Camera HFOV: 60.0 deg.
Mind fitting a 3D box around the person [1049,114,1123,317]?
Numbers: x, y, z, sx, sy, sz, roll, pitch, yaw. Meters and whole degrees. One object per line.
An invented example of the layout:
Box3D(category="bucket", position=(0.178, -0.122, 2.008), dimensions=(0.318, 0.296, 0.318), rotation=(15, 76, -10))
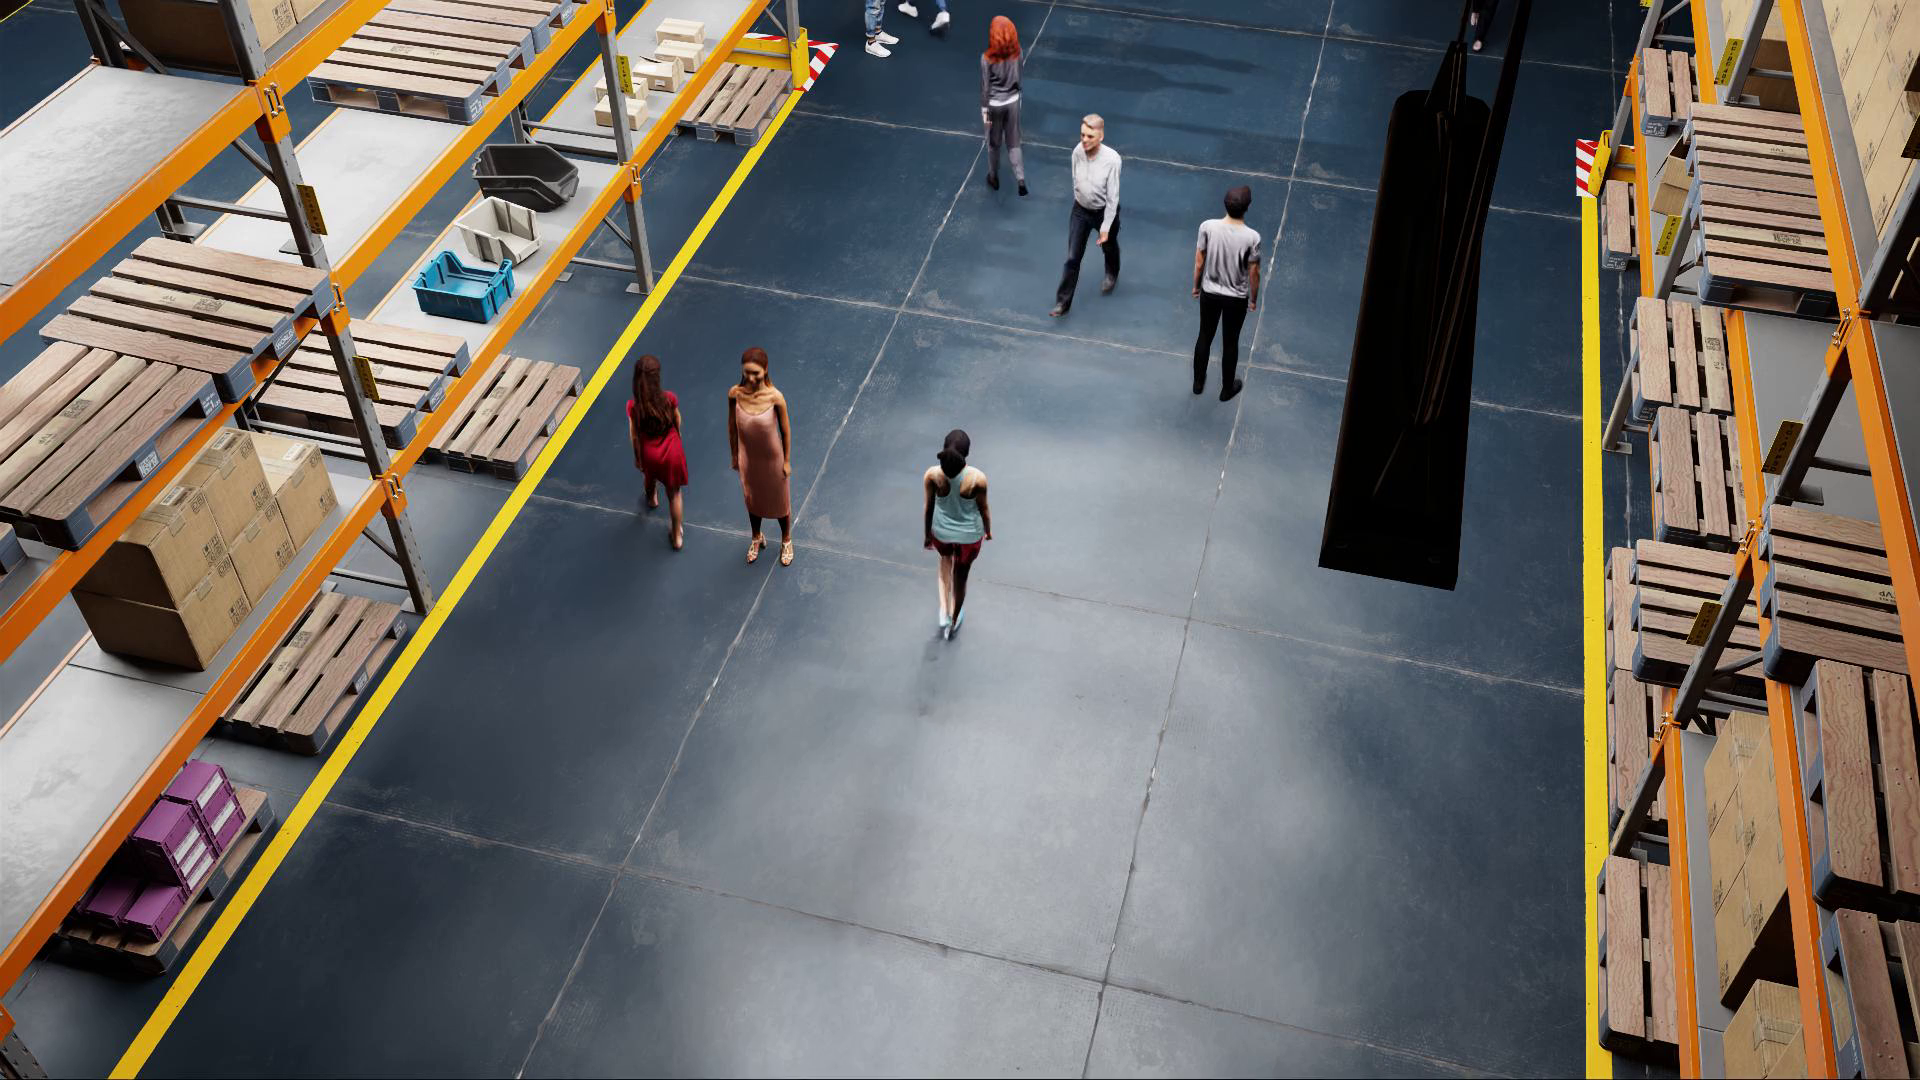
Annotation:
Box3D(category="person", position=(1.185, -2.756, 13.868), dimensions=(0.877, 1.760, 1.280), rotation=(21, 47, 20))

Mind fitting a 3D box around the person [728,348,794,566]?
Box3D(category="person", position=(-1.364, -0.571, 11.523), dimensions=(0.599, 1.833, 0.537), rotation=(6, 44, 6))

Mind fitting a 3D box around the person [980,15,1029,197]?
Box3D(category="person", position=(0.419, -3.862, 15.027), dimensions=(0.892, 1.763, 1.017), rotation=(-15, 46, -16))

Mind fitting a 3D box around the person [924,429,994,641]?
Box3D(category="person", position=(-0.037, 0.024, 10.956), dimensions=(0.574, 1.752, 0.629), rotation=(9, 44, 9))

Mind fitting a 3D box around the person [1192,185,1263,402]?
Box3D(category="person", position=(2.046, -1.910, 12.907), dimensions=(0.705, 1.862, 0.593), rotation=(18, 46, 18))

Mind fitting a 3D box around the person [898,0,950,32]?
Box3D(category="person", position=(-0.368, -6.226, 17.505), dimensions=(1.148, 1.769, 1.183), rotation=(-22, 48, -21))

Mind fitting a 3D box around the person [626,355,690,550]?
Box3D(category="person", position=(-2.102, -0.580, 11.755), dimensions=(0.815, 1.524, 1.014), rotation=(-10, 45, -11))

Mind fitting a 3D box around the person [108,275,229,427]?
Box3D(category="person", position=(-6.014, -1.155, 12.249), dimensions=(0.586, 1.676, 1.111), rotation=(12, 45, 13))

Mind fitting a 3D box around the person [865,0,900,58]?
Box3D(category="person", position=(-0.873, -5.935, 17.174), dimensions=(0.741, 1.803, 0.518), rotation=(11, 45, 12))
